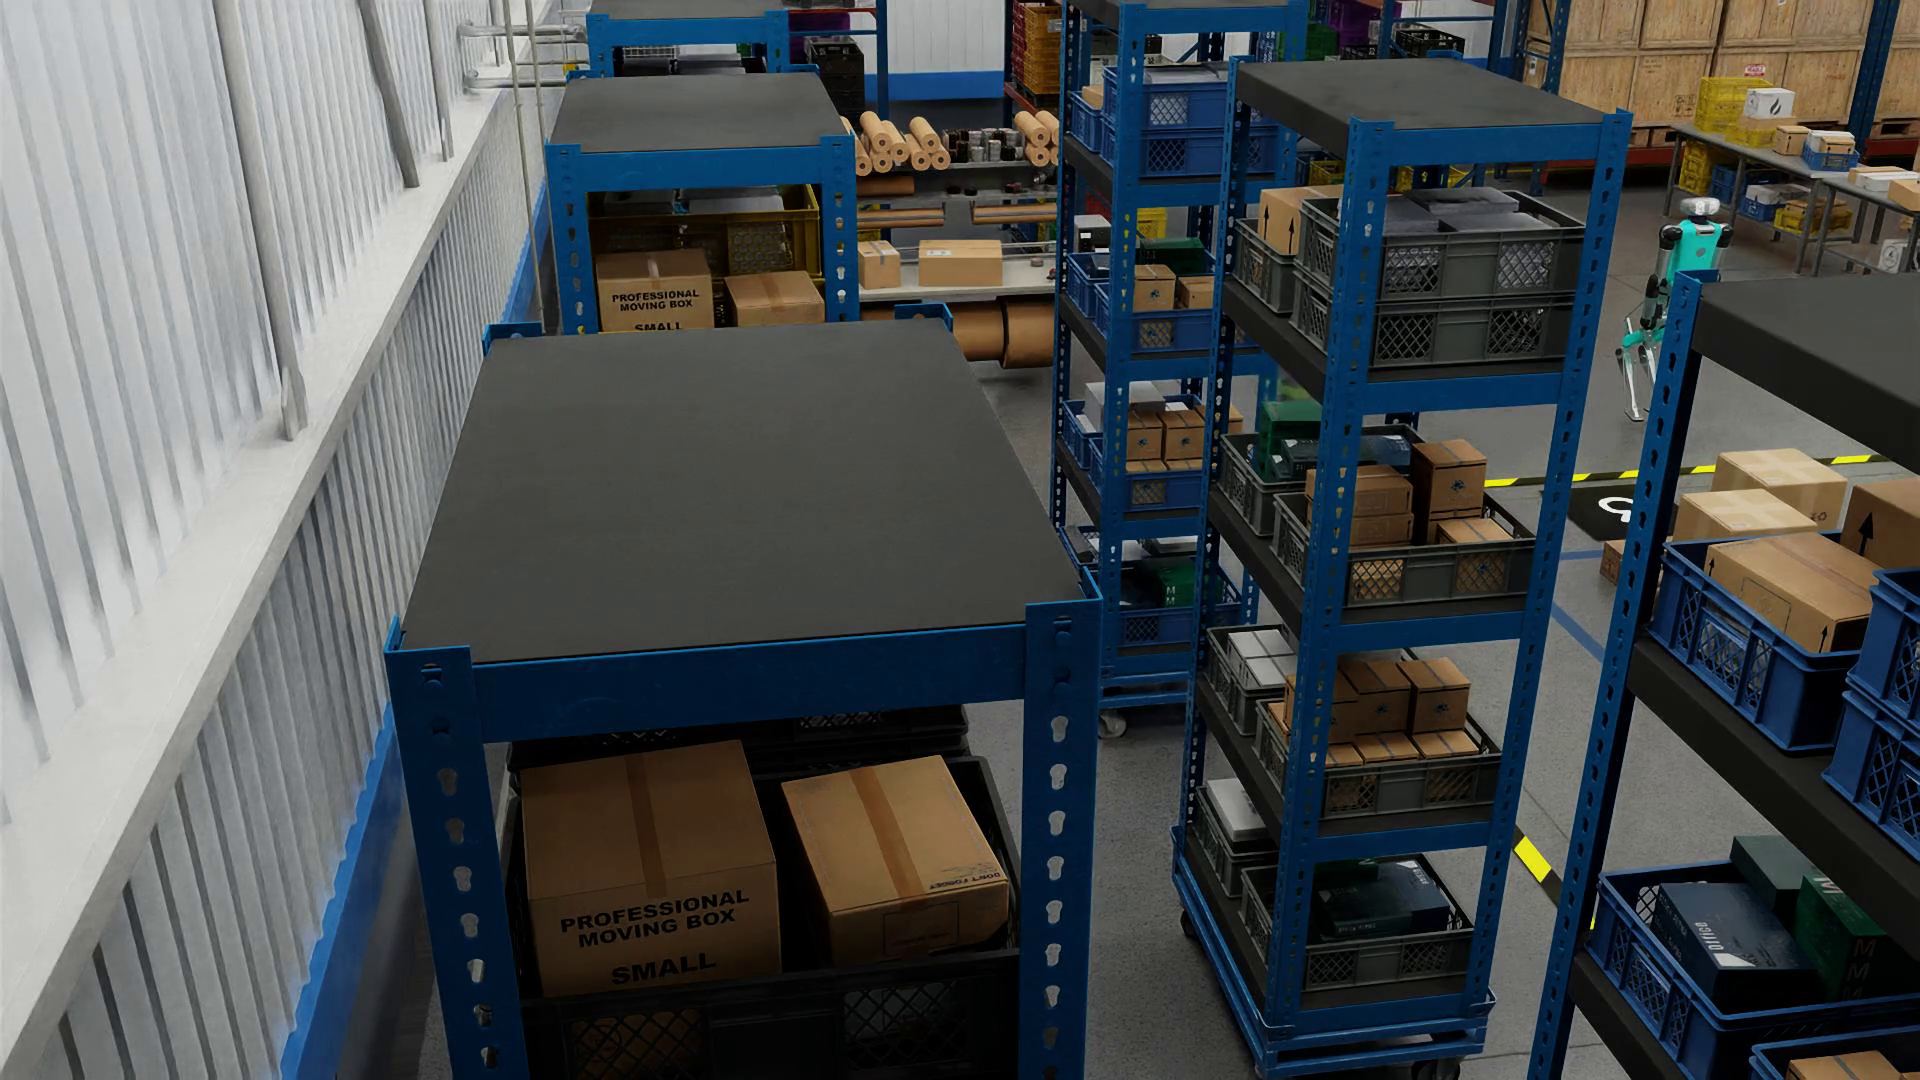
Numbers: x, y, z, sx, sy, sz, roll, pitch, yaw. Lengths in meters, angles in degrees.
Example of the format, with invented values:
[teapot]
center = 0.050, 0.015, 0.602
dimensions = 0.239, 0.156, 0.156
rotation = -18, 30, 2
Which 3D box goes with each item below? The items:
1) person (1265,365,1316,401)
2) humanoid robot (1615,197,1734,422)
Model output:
[person]
center = 2.104, -0.698, 9.935
dimensions = 0.599, 1.838, 0.448
rotation = 2, 25, 5
[humanoid robot]
center = 5.108, -1.714, 12.107
dimensions = 0.533, 1.677, 0.735
rotation = -4, 25, -9
